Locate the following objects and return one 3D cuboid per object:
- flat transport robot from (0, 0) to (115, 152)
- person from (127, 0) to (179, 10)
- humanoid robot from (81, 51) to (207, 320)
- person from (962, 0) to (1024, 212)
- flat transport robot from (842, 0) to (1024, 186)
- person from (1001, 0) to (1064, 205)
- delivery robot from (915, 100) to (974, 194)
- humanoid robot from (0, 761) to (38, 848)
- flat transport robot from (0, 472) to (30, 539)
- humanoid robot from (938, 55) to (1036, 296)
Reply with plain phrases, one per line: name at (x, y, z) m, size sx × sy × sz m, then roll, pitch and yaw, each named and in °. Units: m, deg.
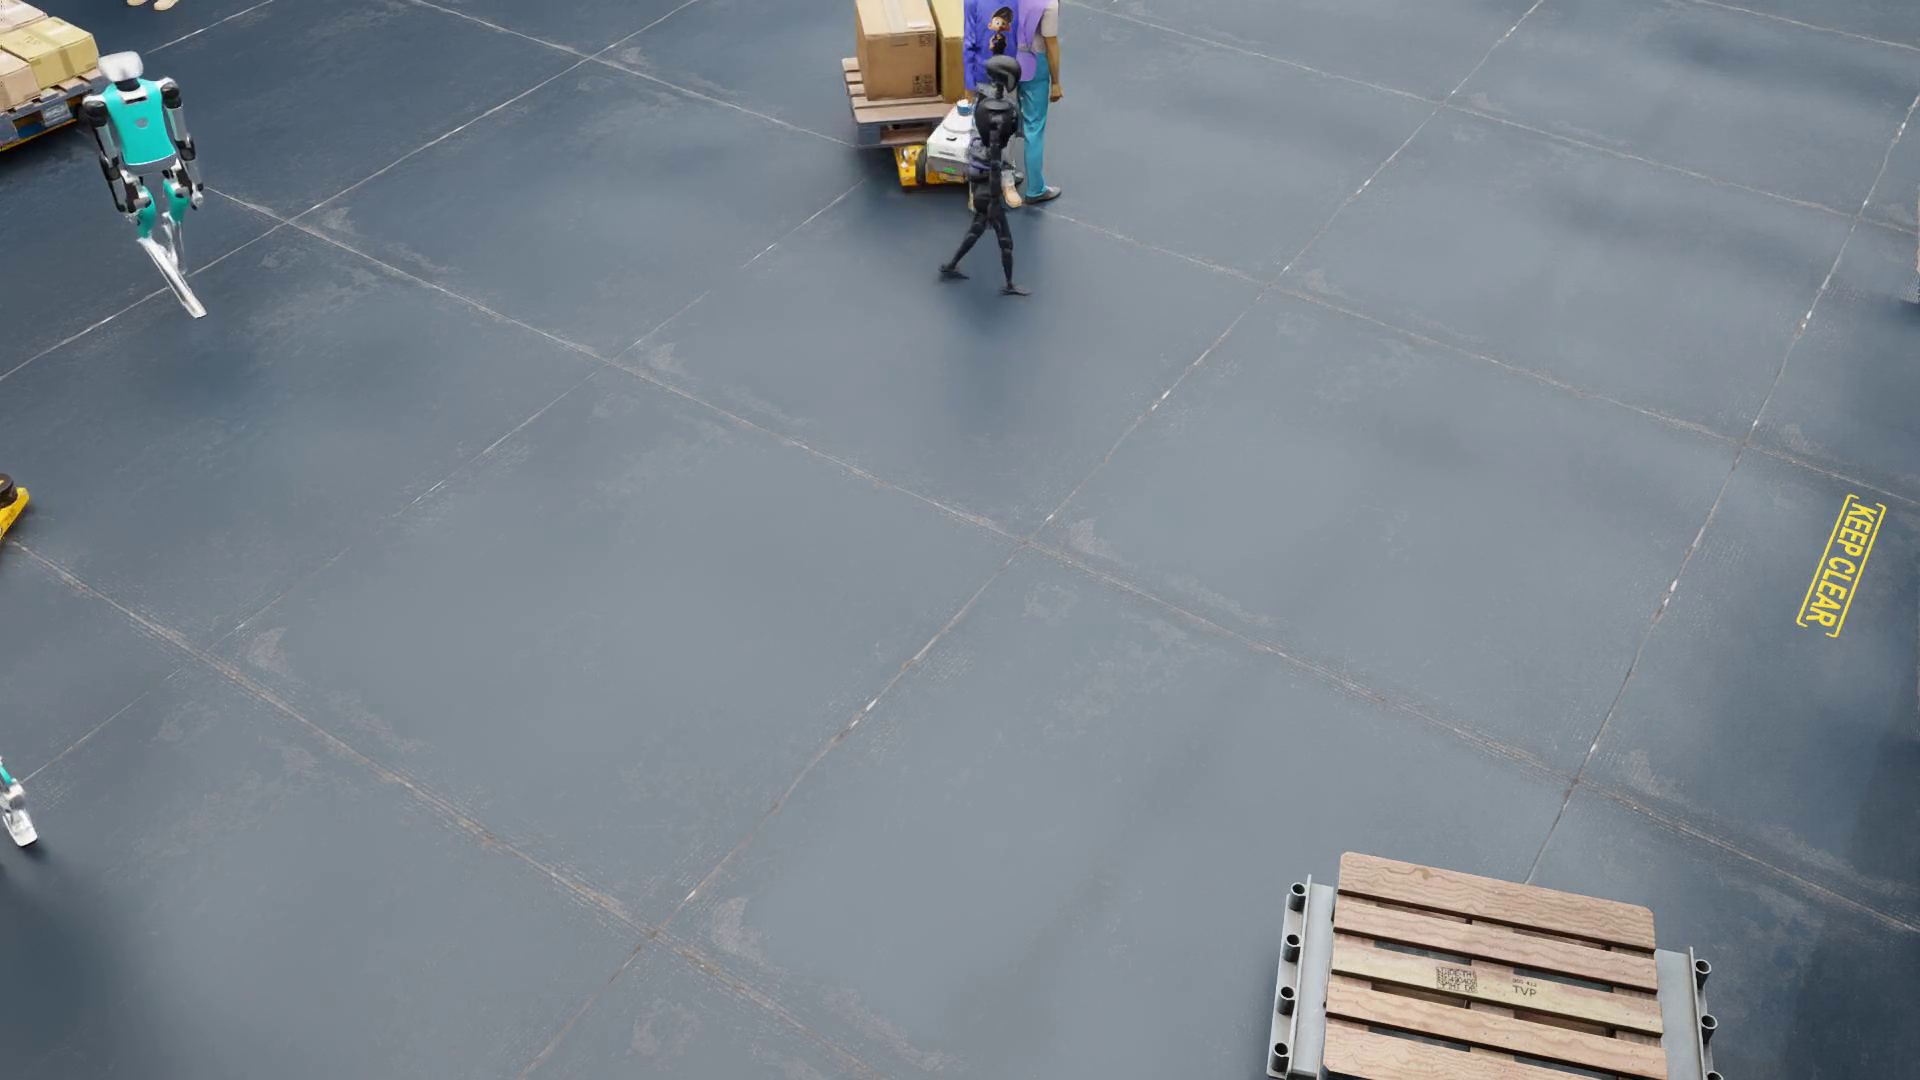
flat transport robot at (-6.957, -3.167, 12.323) m, size 0.659 × 0.231 × 1.431 m, roll 27°, pitch 48°, yaw 27°
person at (-6.776, -5.180, 13.471) m, size 0.468 × 1.741 × 0.321 m, roll 15°, pitch 44°, yaw 16°
humanoid robot at (-4.968, -2.202, 10.194) m, size 0.549 × 1.842 × 0.869 m, roll -27°, pitch 48°, yaw -27°
person at (0.244, -3.070, 11.014) m, size 0.460 × 1.873 × 0.341 m, roll -10°, pitch 43°, yaw -11°
flat transport robot at (-0.197, -3.041, 12.182) m, size 0.659 × 0.231 × 1.431 m, roll -6°, pitch 42°, yaw -7°
person at (0.425, -3.120, 11.086) m, size 0.564 × 1.847 × 0.389 m, roll 31°, pitch 50°, yaw 30°
delivery robot at (0.029, -2.797, 11.685) m, size 0.499 × 0.582 × 0.773 m, roll 14°, pitch 44°, yaw 15°
humanoid robot at (-4.205, 0.746, 6.790) m, size 0.688 × 1.736 × 0.540 m, roll 32°, pitch 51°, yaw 30°
flat transport robot at (-5.846, -0.098, 8.889) m, size 1.431 × 0.231 × 0.659 m, roll 2°, pitch 42°, yaw 2°
humanoid robot at (0.169, -2.267, 10.298) m, size 0.629 × 1.641 × 0.624 m, roll 5°, pitch 42°, yaw 5°
